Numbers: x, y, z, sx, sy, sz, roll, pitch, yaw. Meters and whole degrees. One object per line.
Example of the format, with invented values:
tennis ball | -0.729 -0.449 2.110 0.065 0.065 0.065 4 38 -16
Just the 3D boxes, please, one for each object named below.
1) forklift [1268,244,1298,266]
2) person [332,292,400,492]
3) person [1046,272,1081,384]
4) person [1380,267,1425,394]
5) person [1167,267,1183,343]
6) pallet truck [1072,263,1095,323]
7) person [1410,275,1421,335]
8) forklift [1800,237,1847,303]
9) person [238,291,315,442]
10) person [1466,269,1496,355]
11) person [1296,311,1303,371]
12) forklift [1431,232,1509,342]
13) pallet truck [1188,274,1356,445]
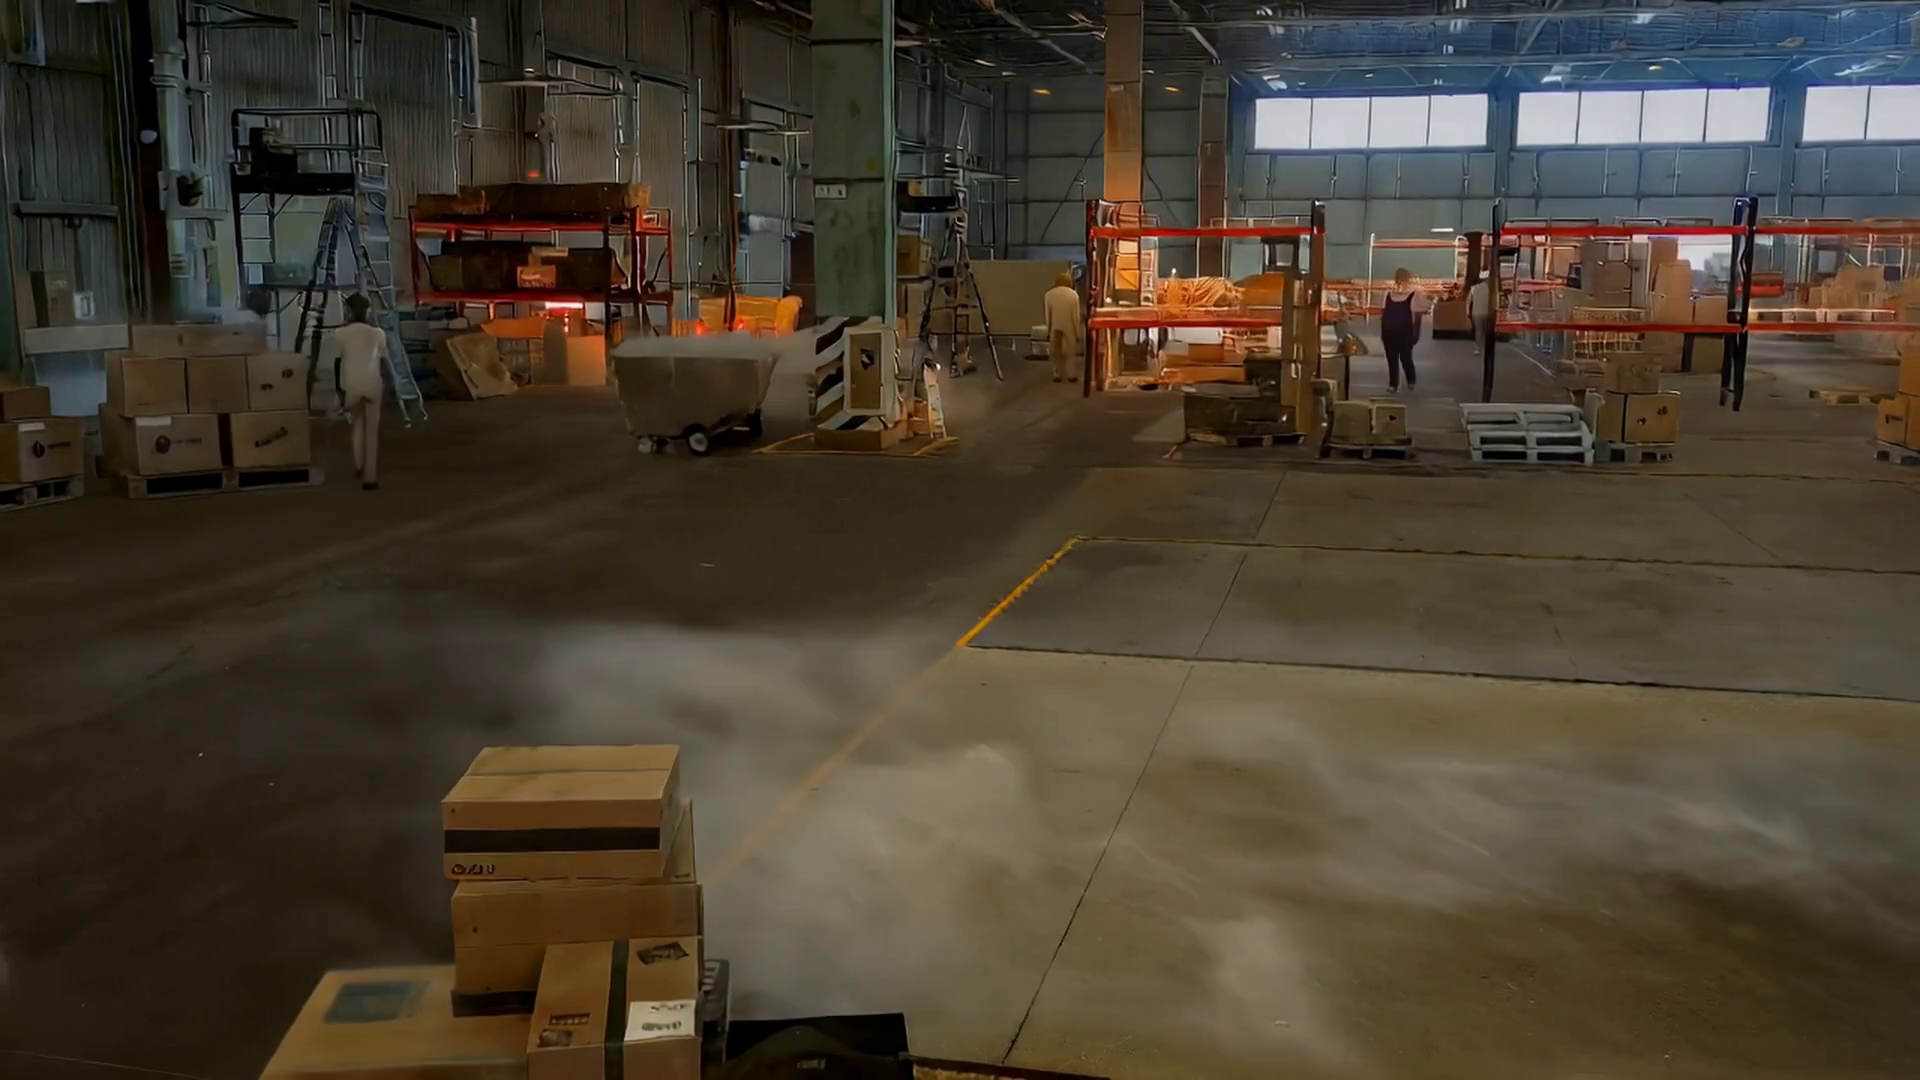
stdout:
forklift | 9.730 -7.775 50.182 1.129 2.768 1.873 4 10 21
person | -5.538 -1.378 15.570 0.526 1.849 0.649 0 10 -1
person | 1.803 -3.657 28.720 0.635 1.937 0.411 5 11 28
person | 7.001 -3.338 26.528 0.679 2.000 0.542 9 13 41
person | 5.535 -6.035 42.708 0.376 1.935 0.550 -1 10 -8
pallet truck | 4.325 -8.180 55.162 0.823 1.965 1.885 6 11 31
person | 12.819 -6.627 46.916 0.554 1.686 0.412 -9 13 -42
forklift | 27.435 -8.206 52.718 1.129 2.768 1.873 2 10 14
person | -7.989 -1.945 19.069 0.949 1.792 0.644 -9 13 -42
person | 11.653 -5.096 37.263 0.622 1.900 0.750 -1 10 -4
person | 6.631 -4.095 31.892 0.323 1.736 0.488 6 11 32
forklift | 13.185 -6.527 42.836 1.873 2.768 1.129 2 10 14
pallet truck | 3.653 -2.138 19.590 1.885 1.965 0.823 -4 10 -20
